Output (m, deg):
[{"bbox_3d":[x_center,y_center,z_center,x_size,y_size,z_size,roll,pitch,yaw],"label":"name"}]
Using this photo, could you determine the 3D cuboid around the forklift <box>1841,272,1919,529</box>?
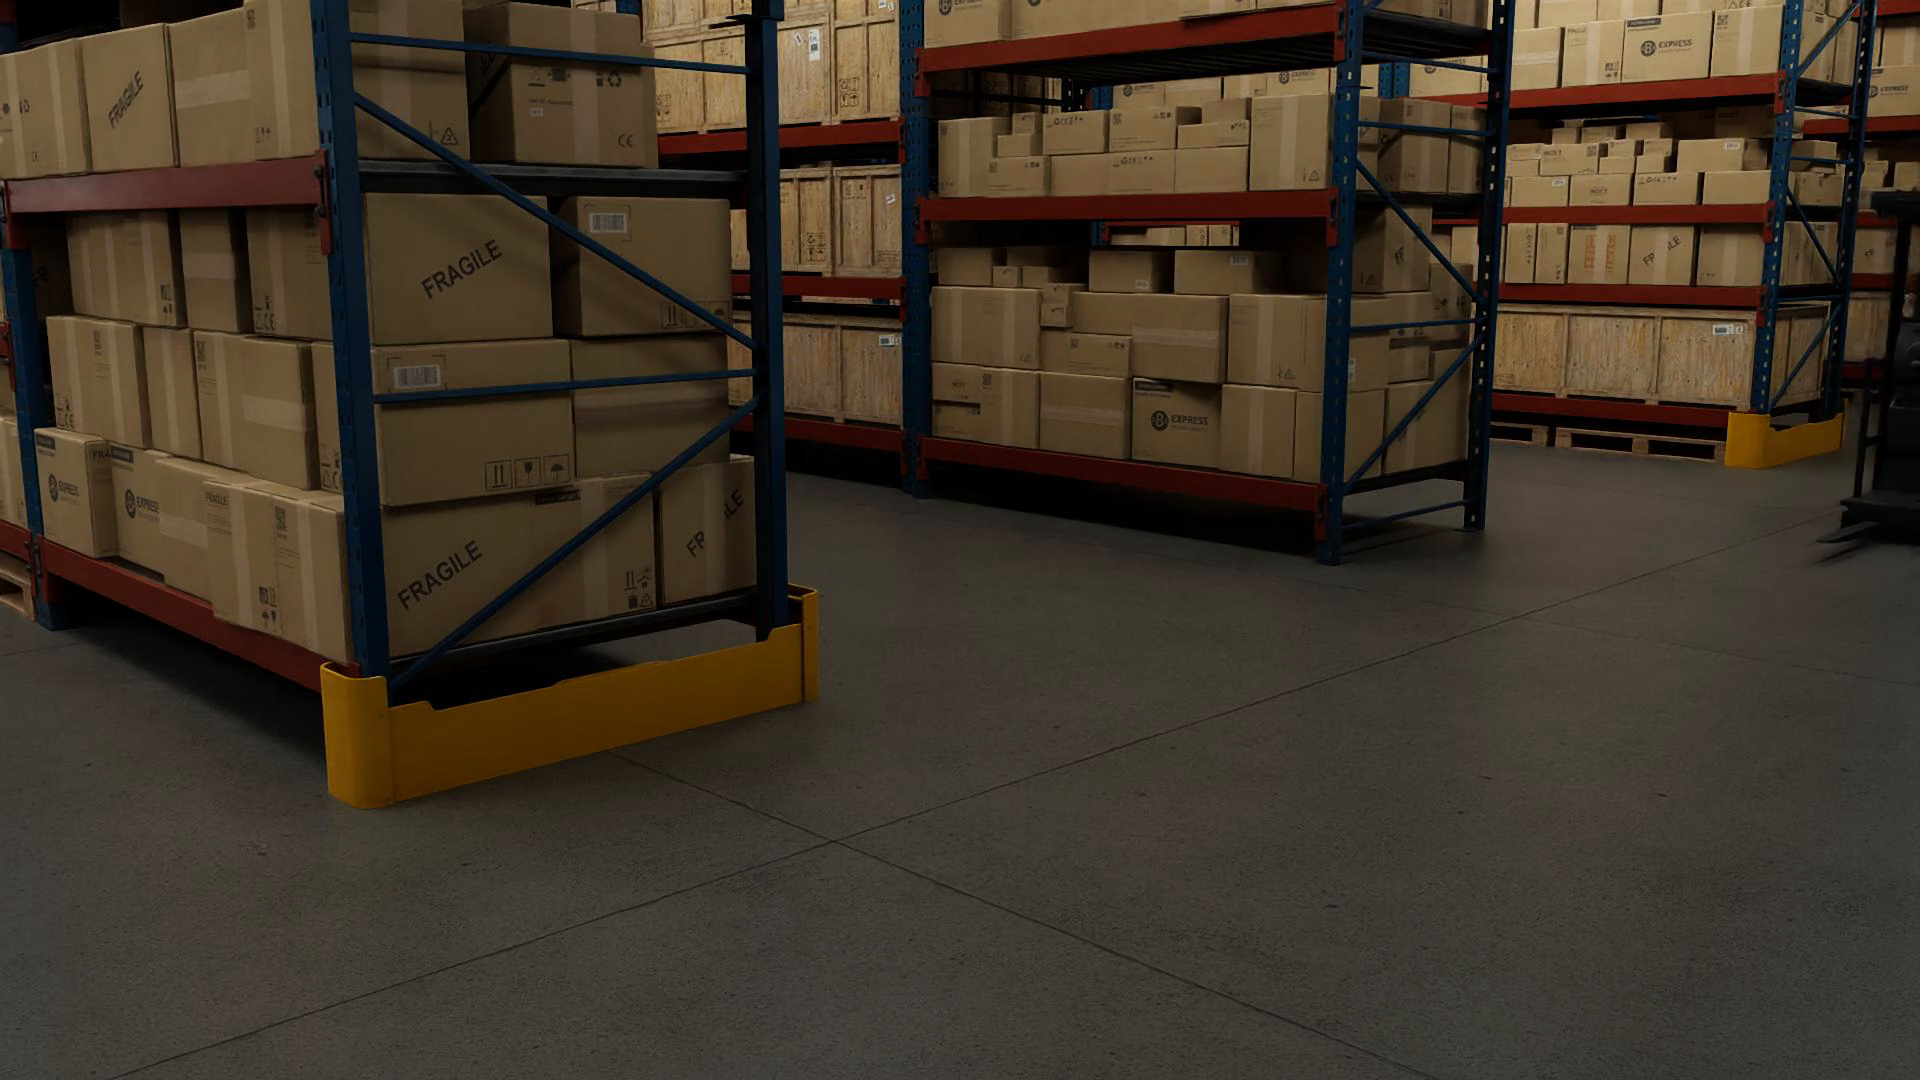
[{"bbox_3d":[7.373,-1.483,11.939,1.873,2.768,1.129,-10,14,-44],"label":"forklift"}]
